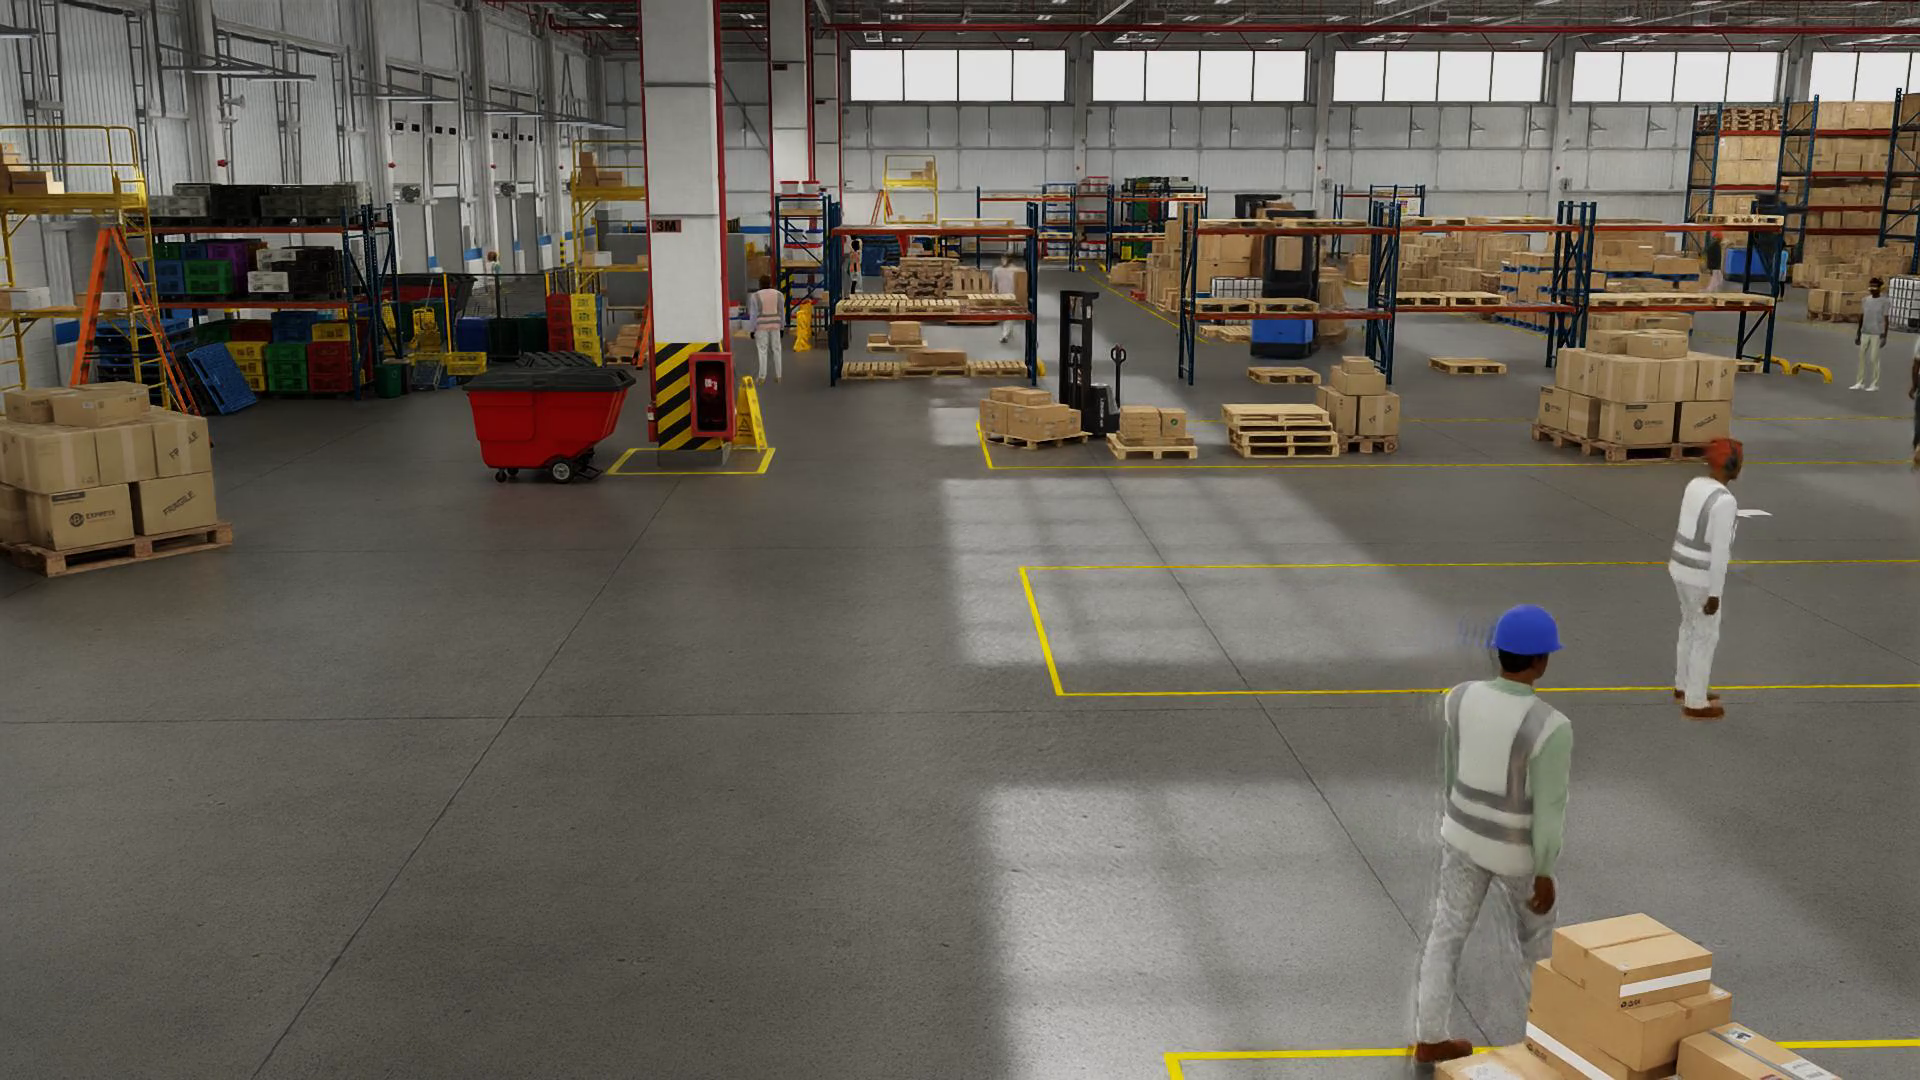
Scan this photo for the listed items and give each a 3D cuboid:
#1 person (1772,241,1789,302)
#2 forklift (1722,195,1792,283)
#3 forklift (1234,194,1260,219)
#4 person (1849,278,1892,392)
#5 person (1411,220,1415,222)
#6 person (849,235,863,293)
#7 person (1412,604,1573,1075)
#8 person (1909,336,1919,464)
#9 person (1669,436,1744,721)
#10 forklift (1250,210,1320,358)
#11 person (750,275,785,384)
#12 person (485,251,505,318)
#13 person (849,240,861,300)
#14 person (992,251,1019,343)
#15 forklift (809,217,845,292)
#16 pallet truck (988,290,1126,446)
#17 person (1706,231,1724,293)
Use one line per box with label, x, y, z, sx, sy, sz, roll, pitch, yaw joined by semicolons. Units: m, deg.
person;22.589;-7.405;45.848;0.530;1.696;0.322;-7;15;-30
forklift;25.725;-9.678;53.415;1.873;2.768;1.129;3;13;11
forklift;9.450;-10.045;55.072;1.129;2.768;1.873;-11;17;-41
person;14.921;-3.360;27.224;0.323;1.857;0.533;-7;14;-28
person;16.043;-10.390;58.883;0.659;1.884;1.012;-4;13;-17
person;-3.129;-8.331;49.539;0.391;1.919;0.581;-11;16;-40
person;2.212;1.174;6.659;0.983;1.891;0.635;-8;15;-32
person;11.890;-1.875;20.096;0.711;2.000;0.627;8;15;32
person;4.903;0.251;10.880;0.458;1.877;0.580;-1;13;-4
forklift;6.382;-5.023;32.398;1.129;2.768;1.873;4;13;19
person;-3.277;-3.577;28.253;0.621;1.838;0.429;-6;14;-24
person;-11.474;-6.269;40.874;0.525;1.632;0.318;10;16;37
person;-2.905;-7.445;46.049;0.321;1.689;0.530;-1;13;-5
person;0.978;-5.109;34.989;0.631;1.919;0.577;4;13;19
forklift;-4.334;-8.620;48.638;1.873;2.768;1.129;0;12;-2
pallet truck;1.257;-2.299;22.111;1.885;1.965;0.823;-9;15;-35
person;20.389;-7.326;44.839;0.667;1.979;0.511;-11;16;-40
